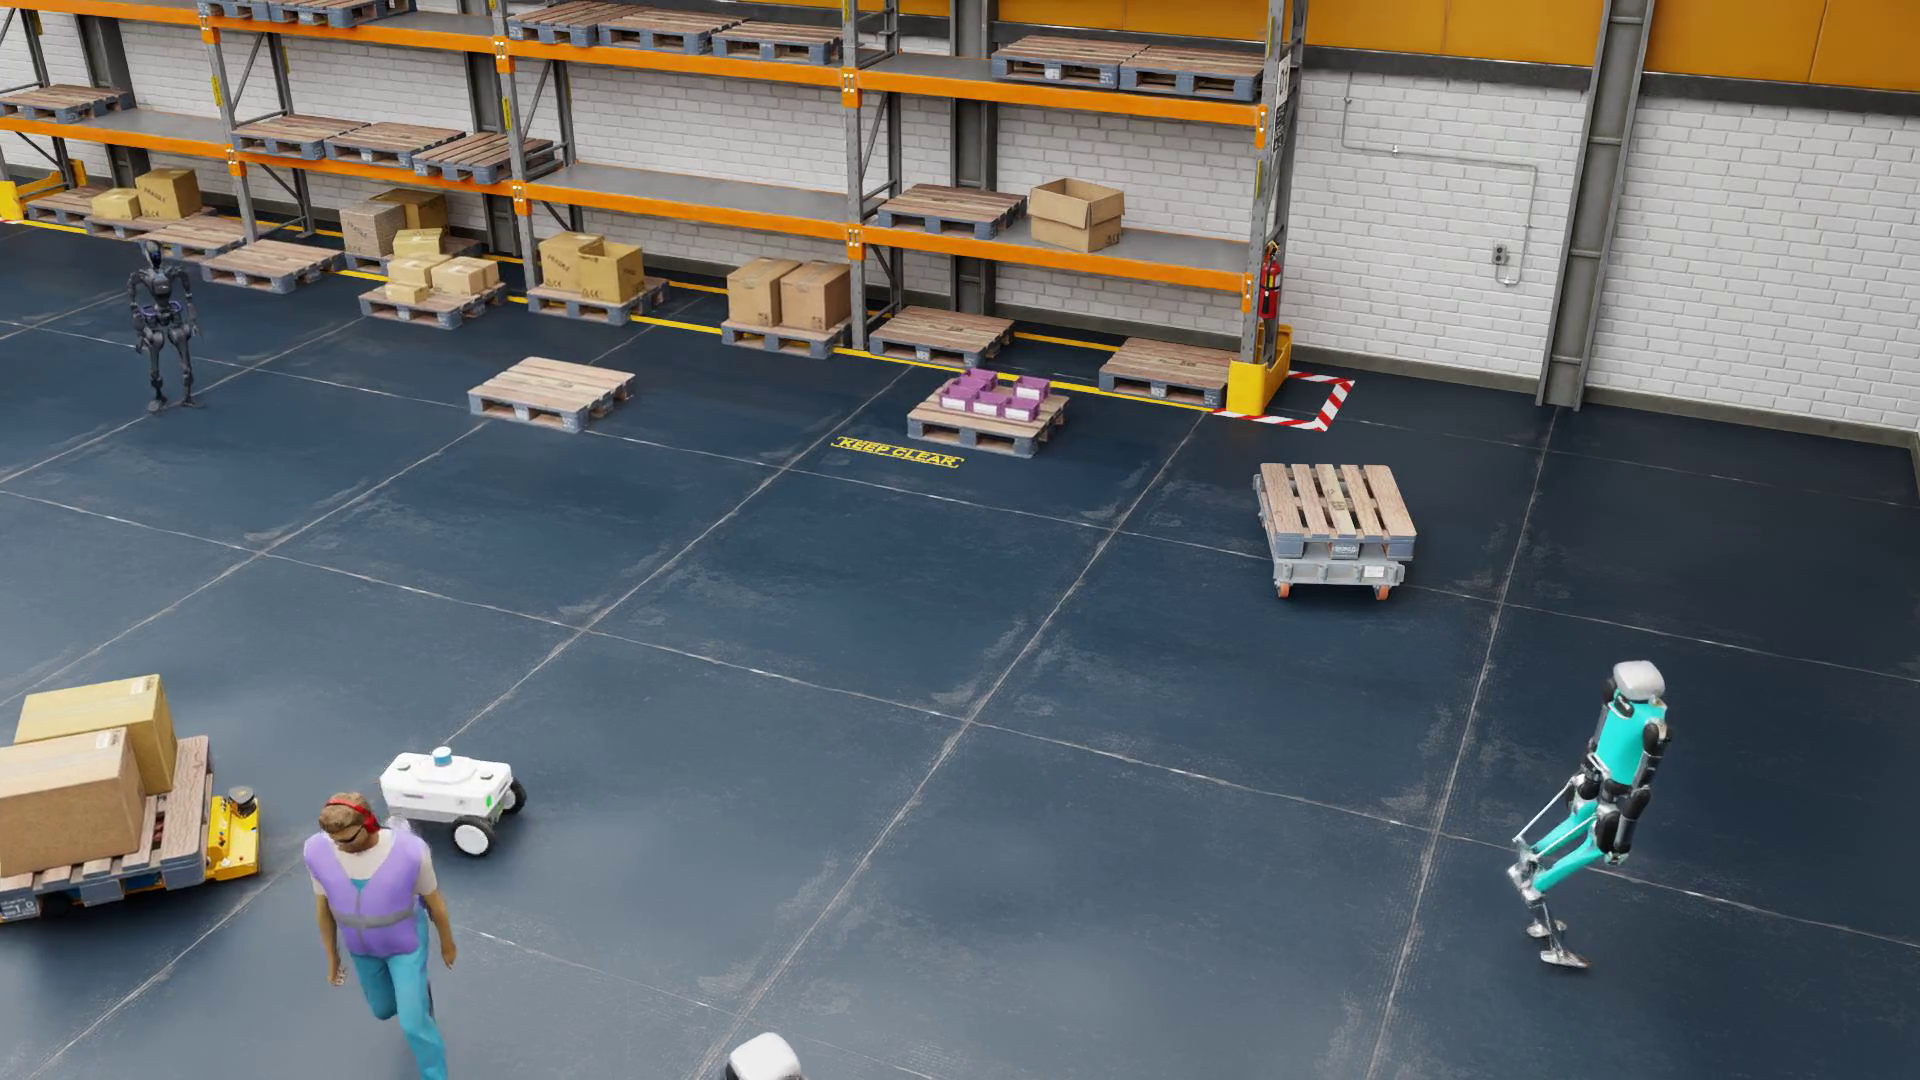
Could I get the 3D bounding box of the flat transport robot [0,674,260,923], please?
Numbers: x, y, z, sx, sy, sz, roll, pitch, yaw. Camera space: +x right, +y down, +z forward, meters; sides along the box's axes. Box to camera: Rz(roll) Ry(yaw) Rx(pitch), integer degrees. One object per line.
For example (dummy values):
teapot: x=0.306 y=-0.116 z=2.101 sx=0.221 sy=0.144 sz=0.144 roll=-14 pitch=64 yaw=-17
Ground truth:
flat transport robot: x=-4.771 y=1.788 z=9.465 sx=1.431 sy=0.231 sz=0.659 roll=-9 pitch=29 yaw=-17

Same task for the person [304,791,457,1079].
person: x=-2.633 y=1.824 z=7.727 sx=0.572 sy=1.798 sz=0.755 roll=2 pitch=27 yaw=5

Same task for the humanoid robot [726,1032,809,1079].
humanoid robot: x=-0.942 y=2.719 z=6.090 sx=1.013 sy=1.760 sz=0.560 roll=-22 pitch=34 yaw=-36

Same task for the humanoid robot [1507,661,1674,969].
humanoid robot: x=3.125 y=1.410 z=8.507 sx=0.727 sy=1.714 sz=0.532 roll=-3 pitch=27 yaw=-7

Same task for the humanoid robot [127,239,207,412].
humanoid robot: x=-7.288 y=-1.969 z=15.219 sx=0.590 sy=1.647 sz=0.454 roll=-20 pitch=33 yaw=-33

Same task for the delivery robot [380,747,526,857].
delivery robot: x=-2.983 y=1.487 z=9.733 sx=0.795 sy=0.592 sz=0.499 roll=5 pitch=28 yaw=9
